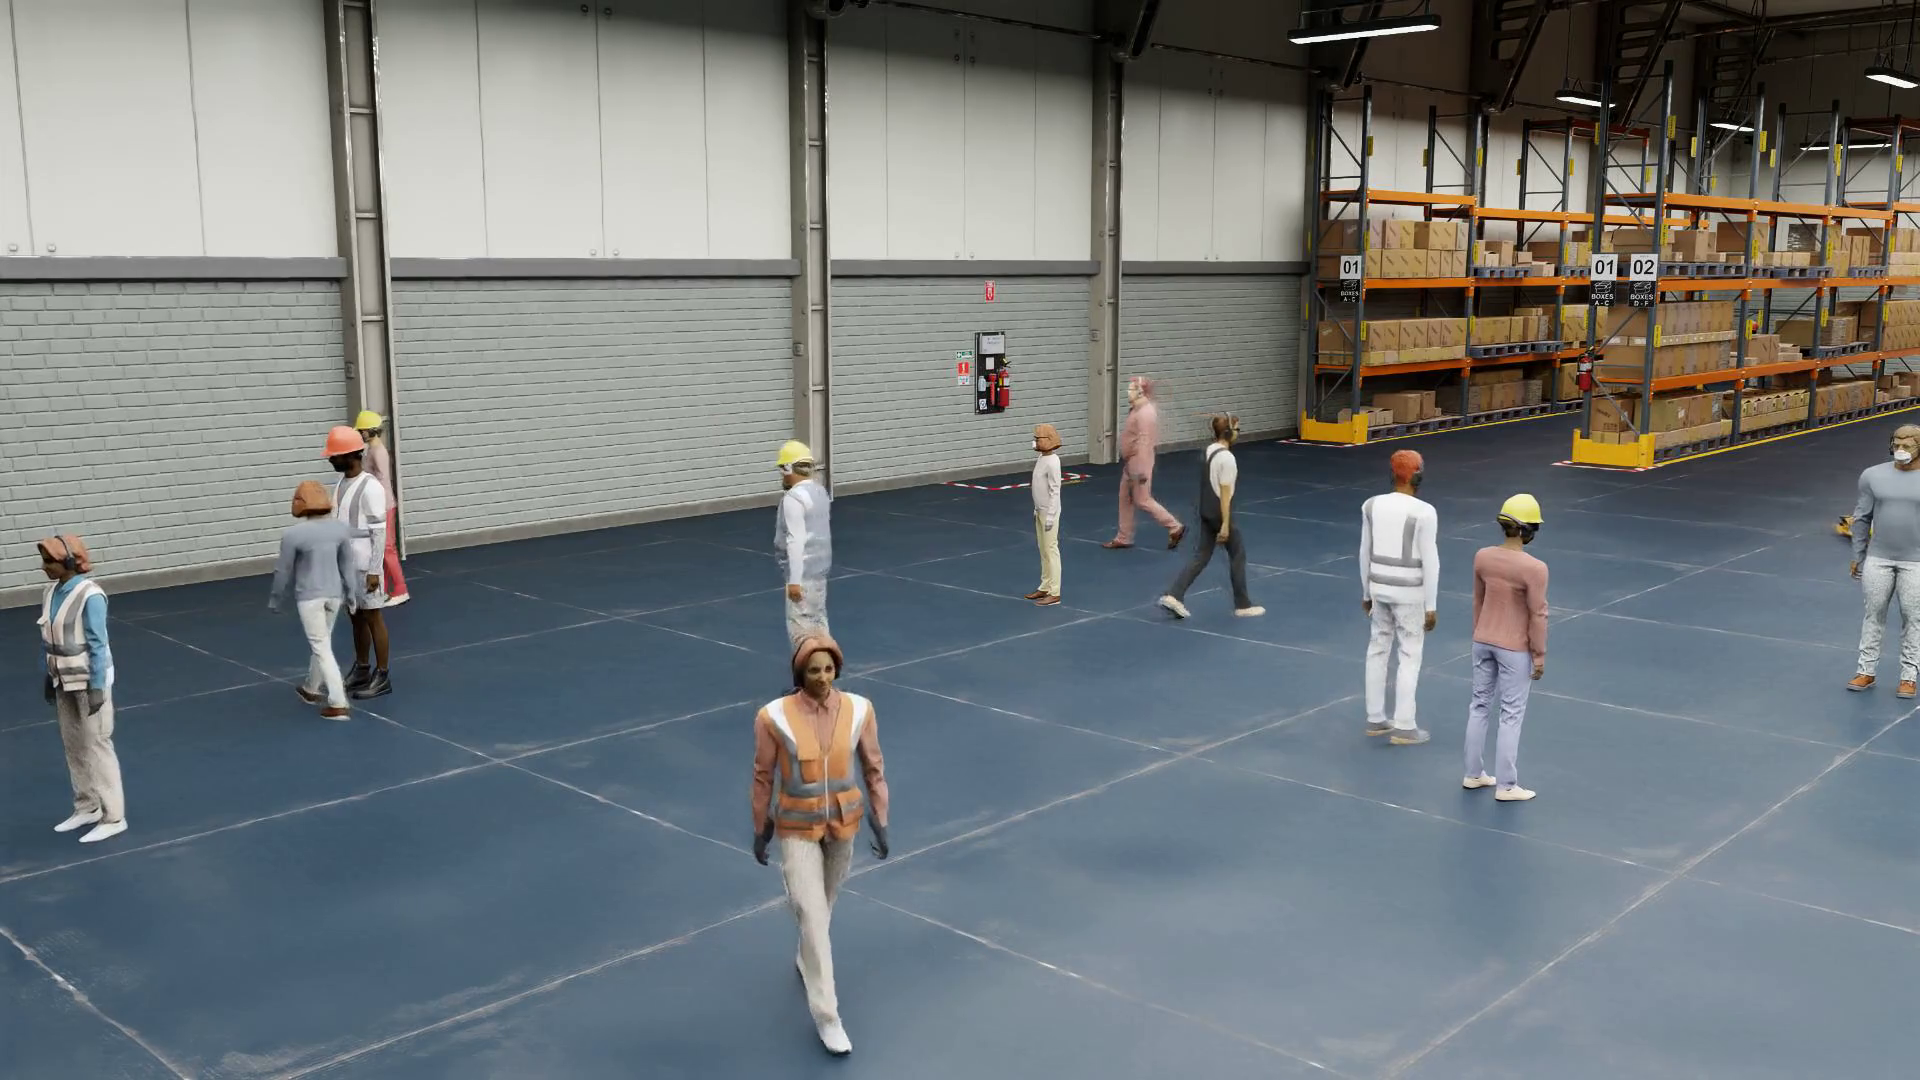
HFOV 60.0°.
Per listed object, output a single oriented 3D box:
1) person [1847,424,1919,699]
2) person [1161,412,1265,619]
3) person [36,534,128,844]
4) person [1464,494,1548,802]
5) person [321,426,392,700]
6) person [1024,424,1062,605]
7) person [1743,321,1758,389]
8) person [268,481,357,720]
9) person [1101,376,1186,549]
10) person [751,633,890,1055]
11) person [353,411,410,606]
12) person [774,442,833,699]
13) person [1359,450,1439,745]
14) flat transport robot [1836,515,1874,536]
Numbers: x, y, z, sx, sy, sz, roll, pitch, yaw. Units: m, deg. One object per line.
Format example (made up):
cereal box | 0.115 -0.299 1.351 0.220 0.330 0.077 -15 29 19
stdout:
person | 6.645 0.145 11.779 0.635 1.938 0.359 8 12 41
person | 2.177 -0.202 14.308 0.921 1.811 0.525 -3 10 -19
person | -4.684 0.777 8.861 0.526 1.633 0.315 6 11 33
person | 3.141 0.609 9.510 0.346 1.756 0.518 -6 11 -31
person | -4.258 0.159 11.722 0.542 1.930 0.375 9 13 42
person | 0.767 -0.231 14.997 0.285 1.633 0.497 -2 10 -13
person | 16.066 -3.477 33.844 0.551 1.940 0.345 9 13 43
person | -4.397 0.397 11.258 0.750 1.599 0.507 6 11 33
person | 1.980 -0.815 17.816 0.822 1.883 0.650 0 9 0
person | -0.559 1.153 6.682 0.532 1.592 0.856 -4 10 -23
person | -5.200 -0.267 14.912 0.478 1.775 0.534 -5 10 -27
person | -1.119 0.219 11.786 0.422 1.799 0.645 3 10 19
person | 2.810 0.359 10.644 0.354 1.883 0.582 -7 12 -38
flat transport robot | 10.177 -0.073 18.182 0.652 0.197 1.431 2 9 10
